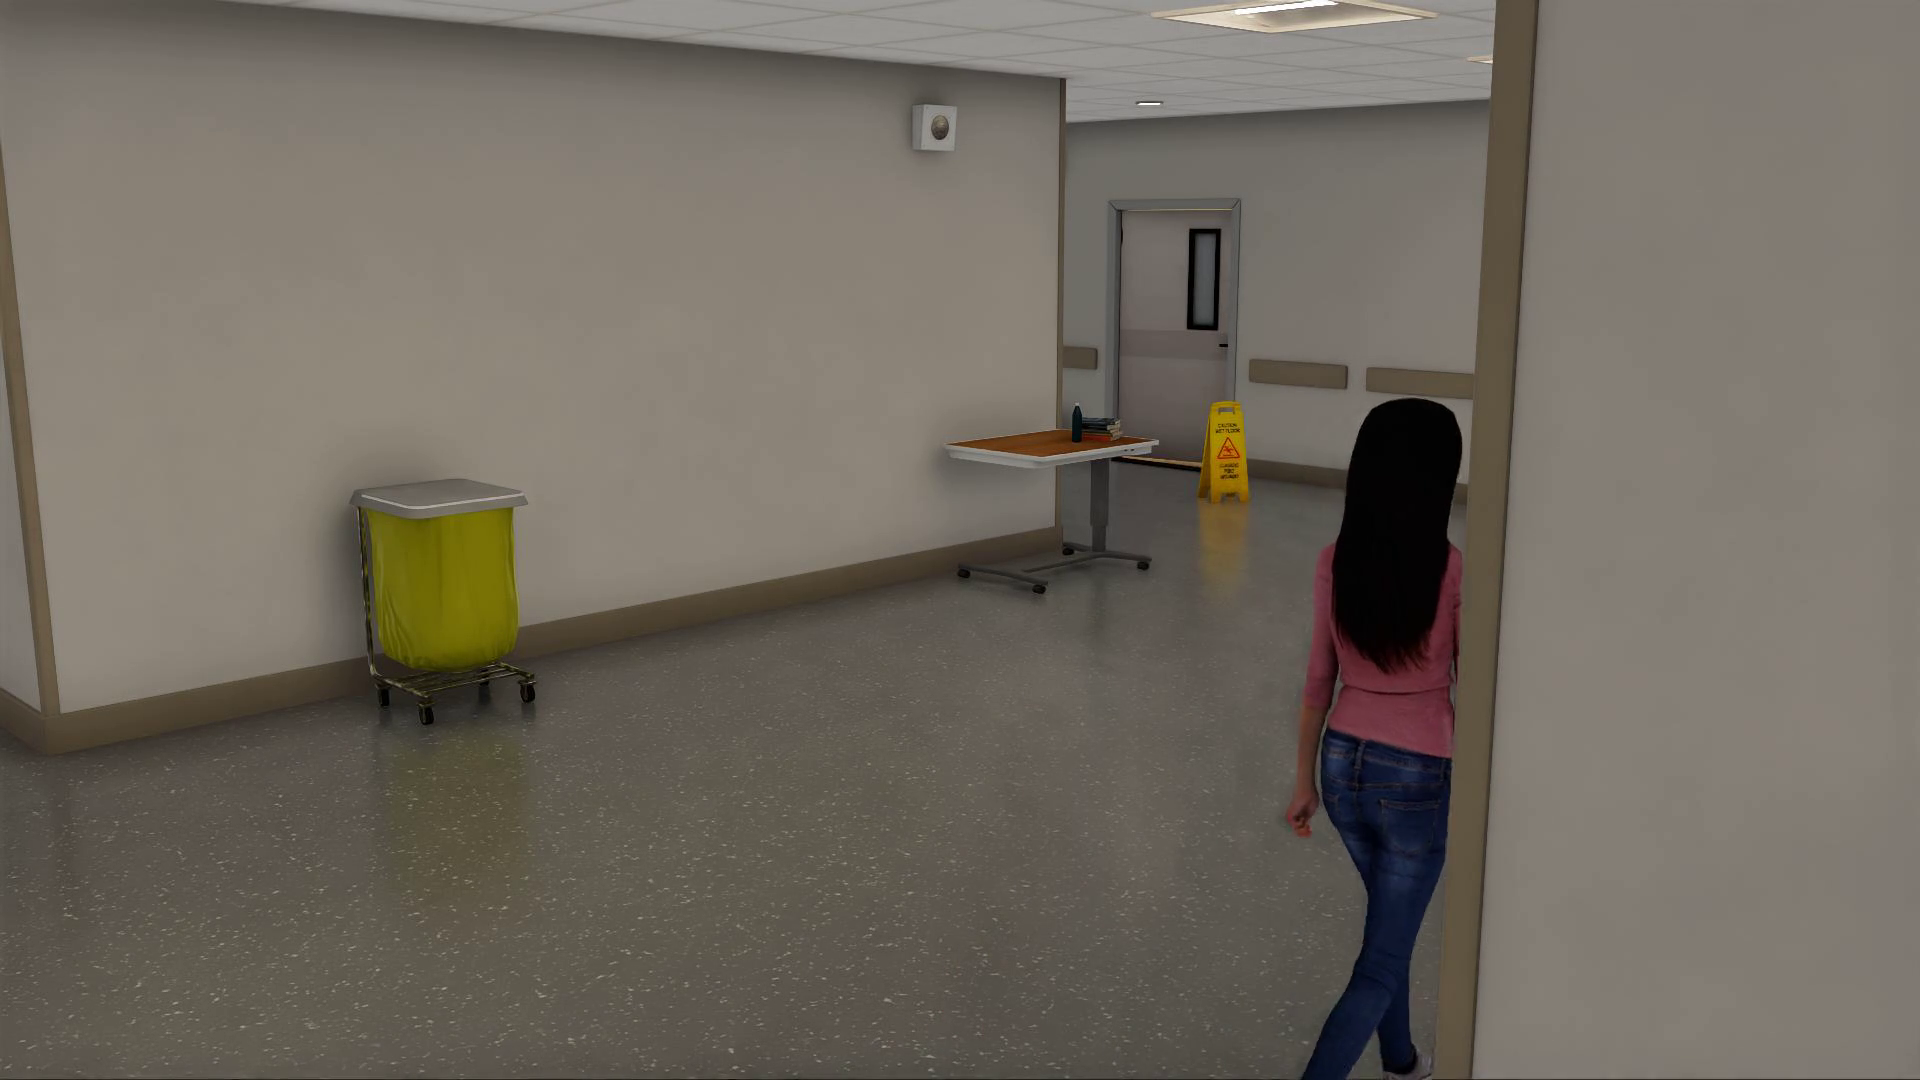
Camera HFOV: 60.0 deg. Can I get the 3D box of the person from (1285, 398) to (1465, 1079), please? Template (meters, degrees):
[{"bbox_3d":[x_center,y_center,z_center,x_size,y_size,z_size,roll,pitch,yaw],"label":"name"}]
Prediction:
[{"bbox_3d":[0.883,0.579,3.586,1.056,1.710,0.632,10,15,43],"label":"person"}]
